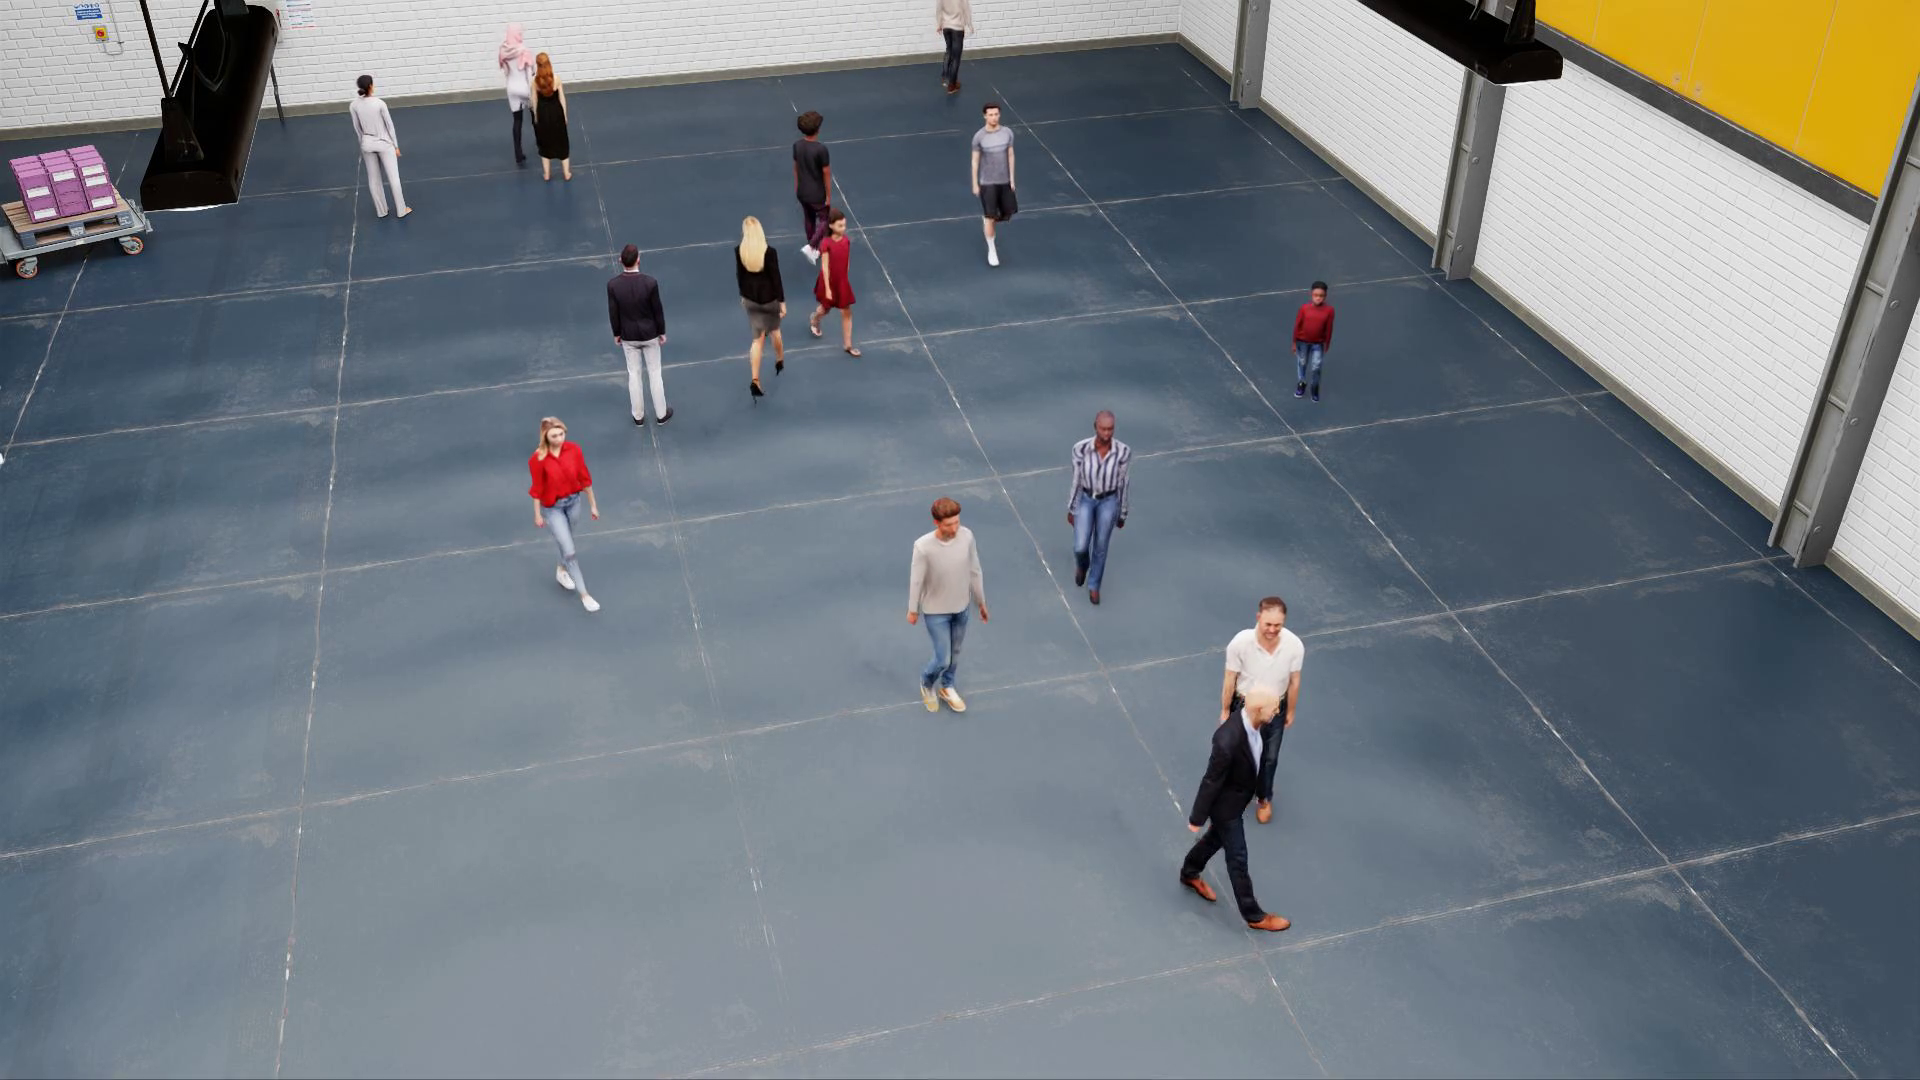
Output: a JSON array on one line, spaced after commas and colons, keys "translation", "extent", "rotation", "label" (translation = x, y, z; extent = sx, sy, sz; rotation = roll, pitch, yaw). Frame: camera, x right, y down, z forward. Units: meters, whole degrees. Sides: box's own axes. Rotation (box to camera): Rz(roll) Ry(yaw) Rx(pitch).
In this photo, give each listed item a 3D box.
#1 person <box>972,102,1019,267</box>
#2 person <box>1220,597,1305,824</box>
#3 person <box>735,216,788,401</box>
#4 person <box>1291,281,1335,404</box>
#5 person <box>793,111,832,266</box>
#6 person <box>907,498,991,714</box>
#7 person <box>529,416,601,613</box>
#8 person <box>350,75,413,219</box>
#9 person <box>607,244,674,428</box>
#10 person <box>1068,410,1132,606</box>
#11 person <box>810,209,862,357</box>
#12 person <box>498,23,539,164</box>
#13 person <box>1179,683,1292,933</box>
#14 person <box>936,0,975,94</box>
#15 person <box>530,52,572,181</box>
[{"translation": [0.377, -4.122, 19.043], "extent": [0.676, 1.846, 0.922], "rotation": [-9, 35, -14], "label": "person"}, {"translation": [2.007, 1.104, 11.179], "extent": [0.734, 1.848, 0.714], "rotation": [5, 34, 8], "label": "person"}, {"translation": [-1.985, -2.220, 16.231], "extent": [0.960, 1.791, 1.198], "rotation": [6, 34, 9], "label": "person"}, {"translation": [3.467, -2.003, 16.398], "extent": [0.609, 1.246, 0.655], "rotation": [11, 35, 16], "label": "person"}, {"translation": [-1.709, -3.960, 18.871], "extent": [0.916, 1.766, 1.002], "rotation": [14, 36, 21], "label": "person"}, {"translation": [-0.161, 0.436, 12.151], "extent": [0.776, 1.884, 0.773], "rotation": [-22, 39, -29], "label": "person"}, {"translation": [-3.247, -0.288, 13.431], "extent": [0.908, 1.674, 1.109], "rotation": [-25, 41, -32], "label": "person"}, {"translation": [-7.032, -4.753, 20.088], "extent": [0.696, 1.740, 0.646], "rotation": [1, 34, 2], "label": "person"}, {"translation": [-3.038, -1.935, 15.756], "extent": [0.704, 1.844, 0.631], "rotation": [-1, 34, -1], "label": "person"}, {"translation": [1.086, -0.298, 13.353], "extent": [0.722, 1.777, 0.739], "rotation": [0, 34, 0], "label": "person"}, {"translation": [-1.334, -2.691, 17.181], "extent": [0.789, 1.525, 1.093], "rotation": [-22, 39, -29], "label": "person"}, {"translation": [-5.738, -5.769, 21.608], "extent": [0.979, 1.750, 1.256], "rotation": [5, 34, 8], "label": "person"}, {"translation": [1.641, 1.611, 10.507], "extent": [1.227, 1.748, 1.121], "rotation": [26, 42, 34], "label": "person"}, {"translation": [-0.136, -7.314, 23.840], "extent": [0.743, 1.852, 0.812], "rotation": [19, 38, 26], "label": "person"}, {"translation": [-5.208, -5.361, 21.116], "extent": [0.583, 1.615, 0.569], "rotation": [-8, 34, -12], "label": "person"}]
